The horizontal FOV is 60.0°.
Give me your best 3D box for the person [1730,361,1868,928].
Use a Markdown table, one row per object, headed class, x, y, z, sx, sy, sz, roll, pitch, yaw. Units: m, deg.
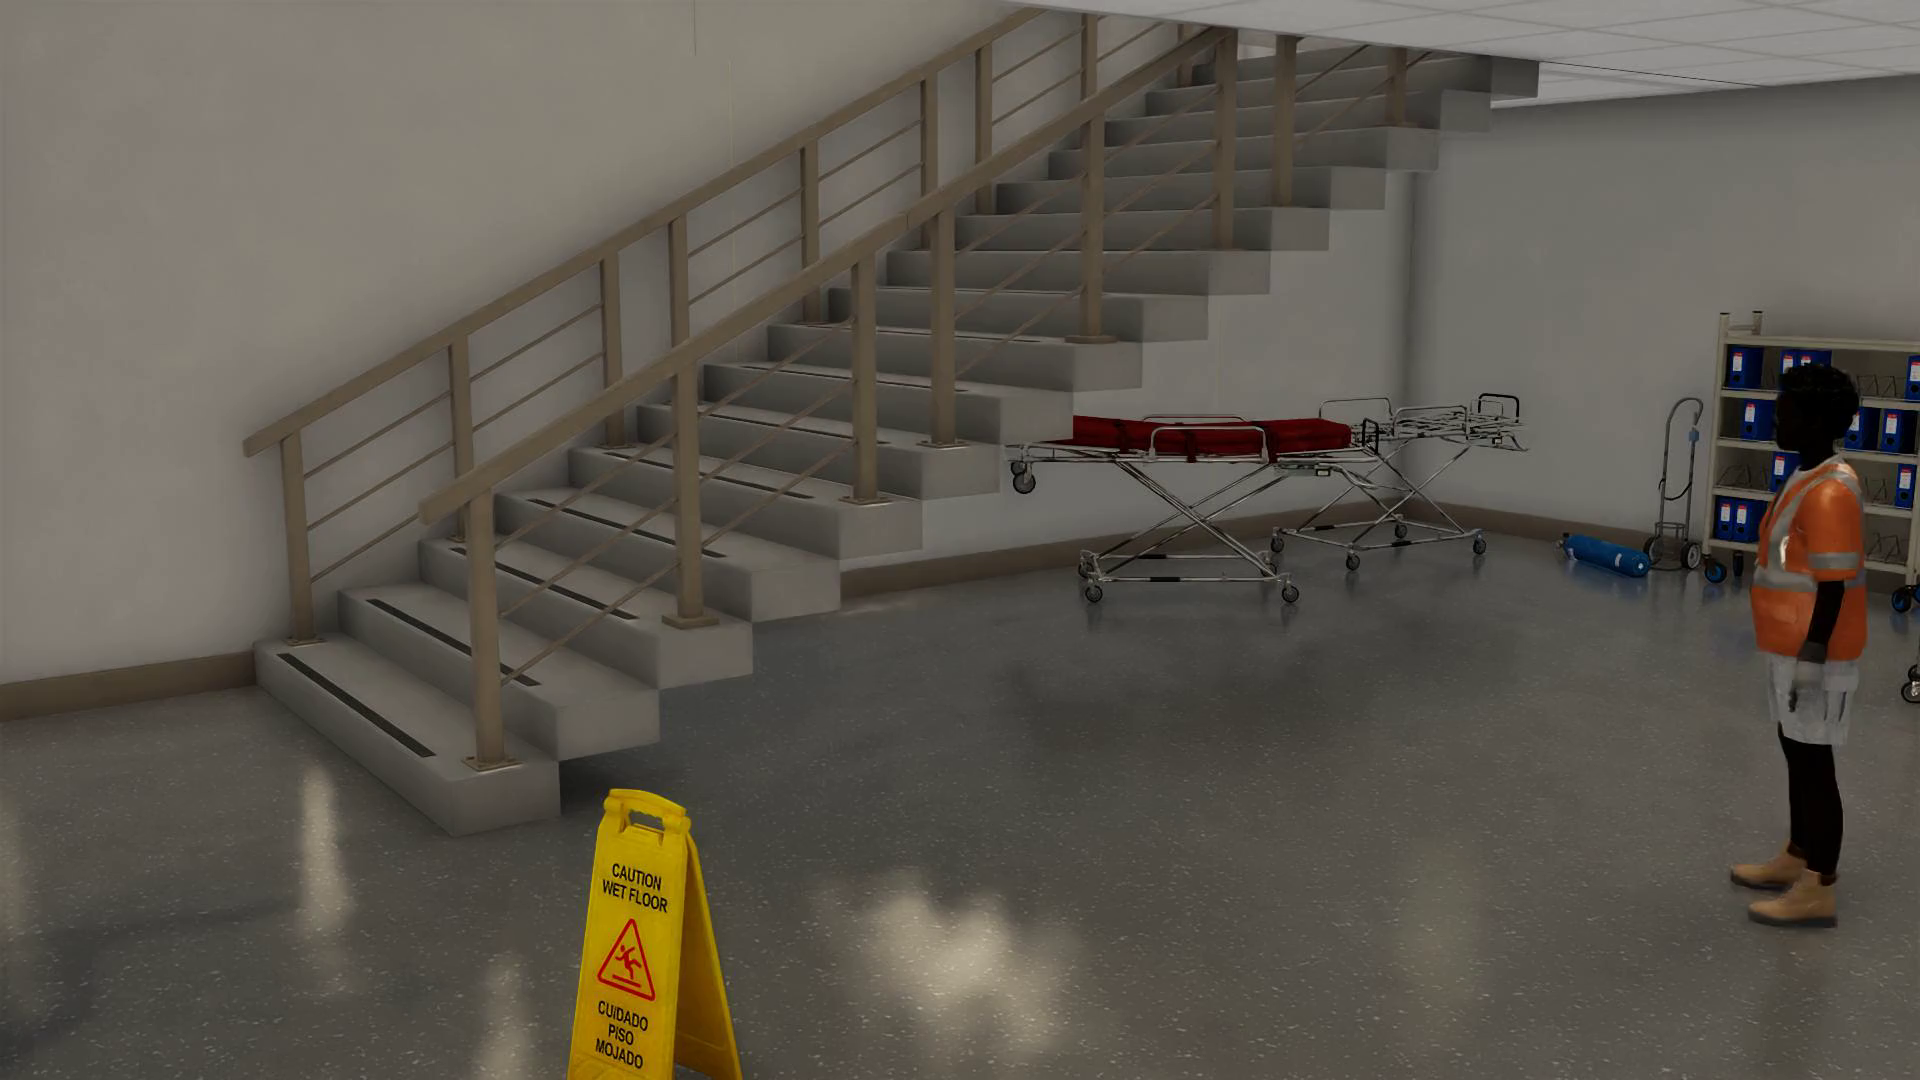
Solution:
| class | x | y | z | sx | sy | sz | roll | pitch | yaw |
| --- | --- | --- | --- | --- | --- | --- | --- | --- | --- |
| person | 2.542 | 0.316 | 5.011 | 0.319 | 1.693 | 0.586 | 3 | 10 | 18 |
